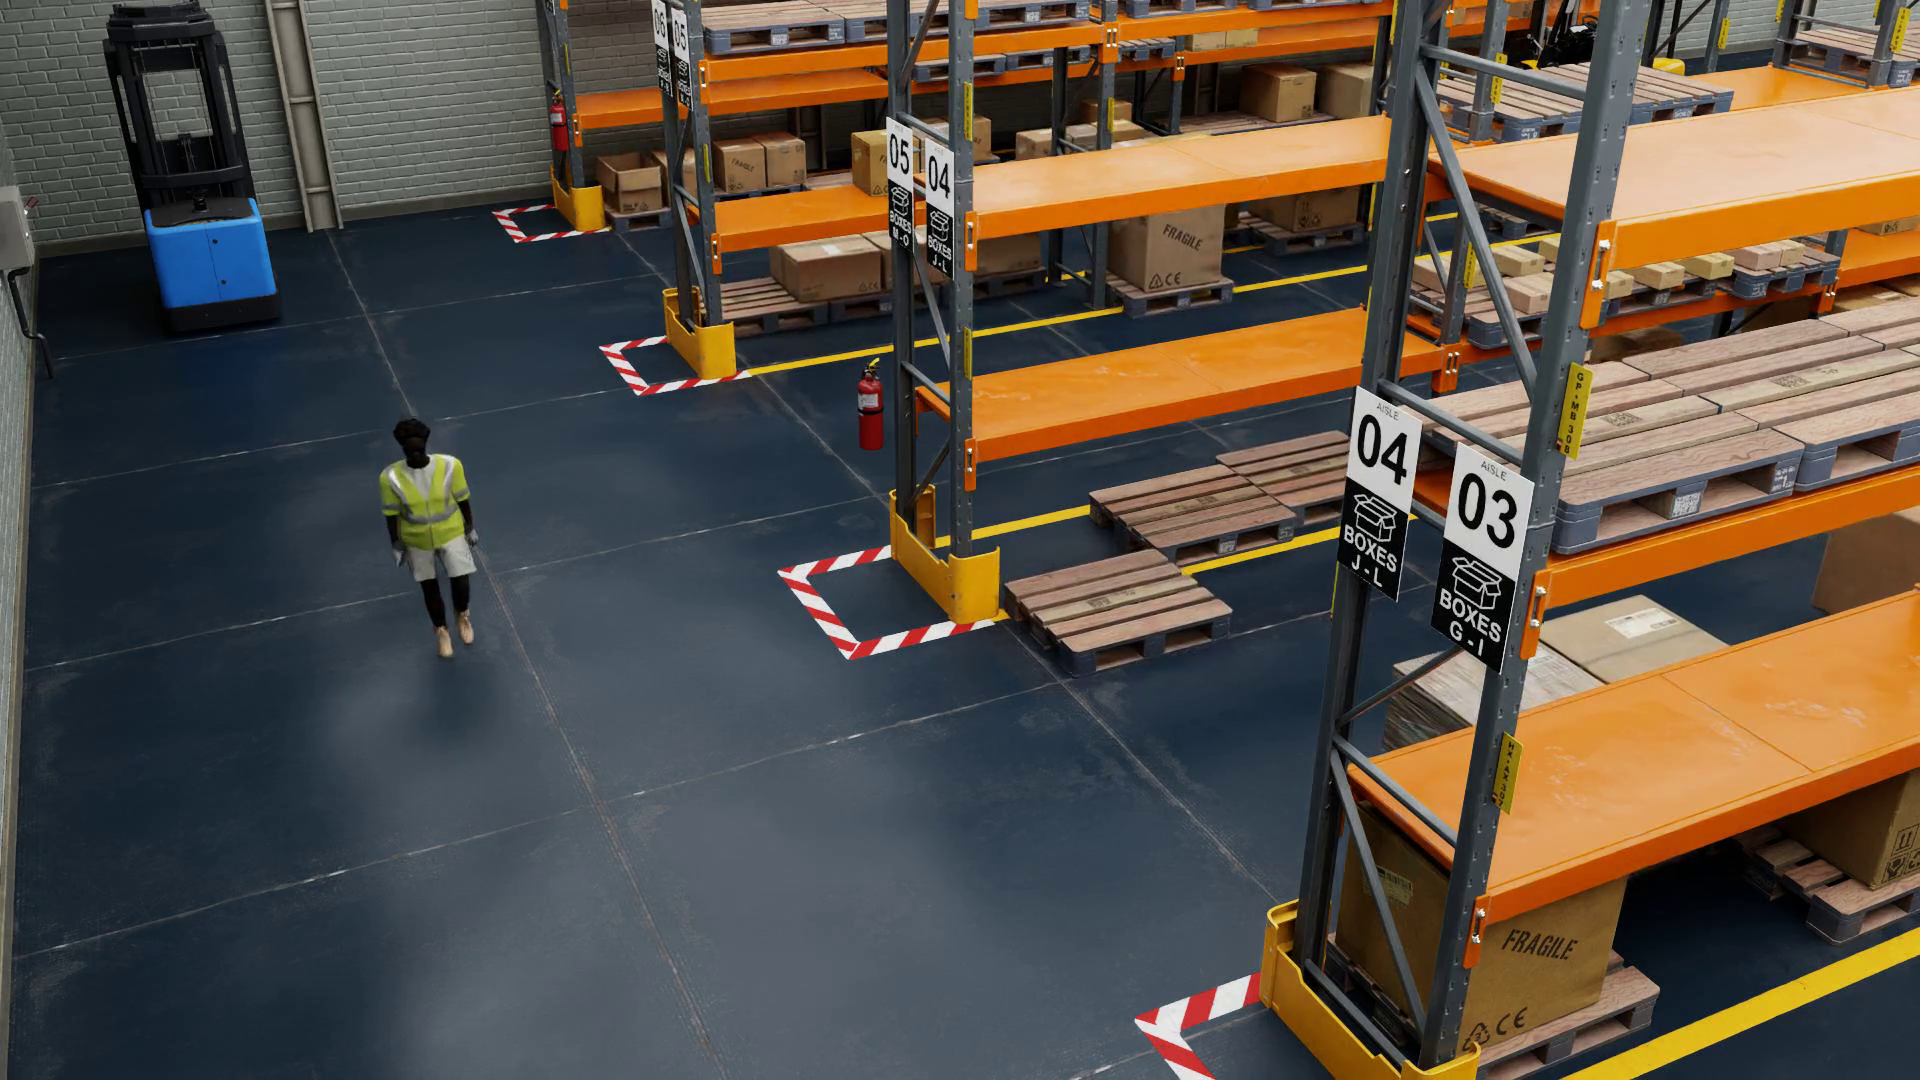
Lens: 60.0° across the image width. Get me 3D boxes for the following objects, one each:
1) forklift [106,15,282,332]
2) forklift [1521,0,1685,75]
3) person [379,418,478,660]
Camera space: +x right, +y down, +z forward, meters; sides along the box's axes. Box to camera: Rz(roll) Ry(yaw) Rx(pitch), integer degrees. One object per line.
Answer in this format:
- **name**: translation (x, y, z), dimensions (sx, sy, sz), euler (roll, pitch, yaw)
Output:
- **forklift**: translation (-7.548, -3.672, 16.323), dimensions (1.129, 2.768, 1.873), euler (-12, 30, -22)
- **forklift**: translation (8.950, -6.807, 23.056), dimensions (1.214, 2.155, 2.313), euler (-12, 30, -22)
- **person**: translation (-3.348, 0.002, 10.552), dimensions (0.556, 1.680, 0.388), euler (-8, 29, -15)
